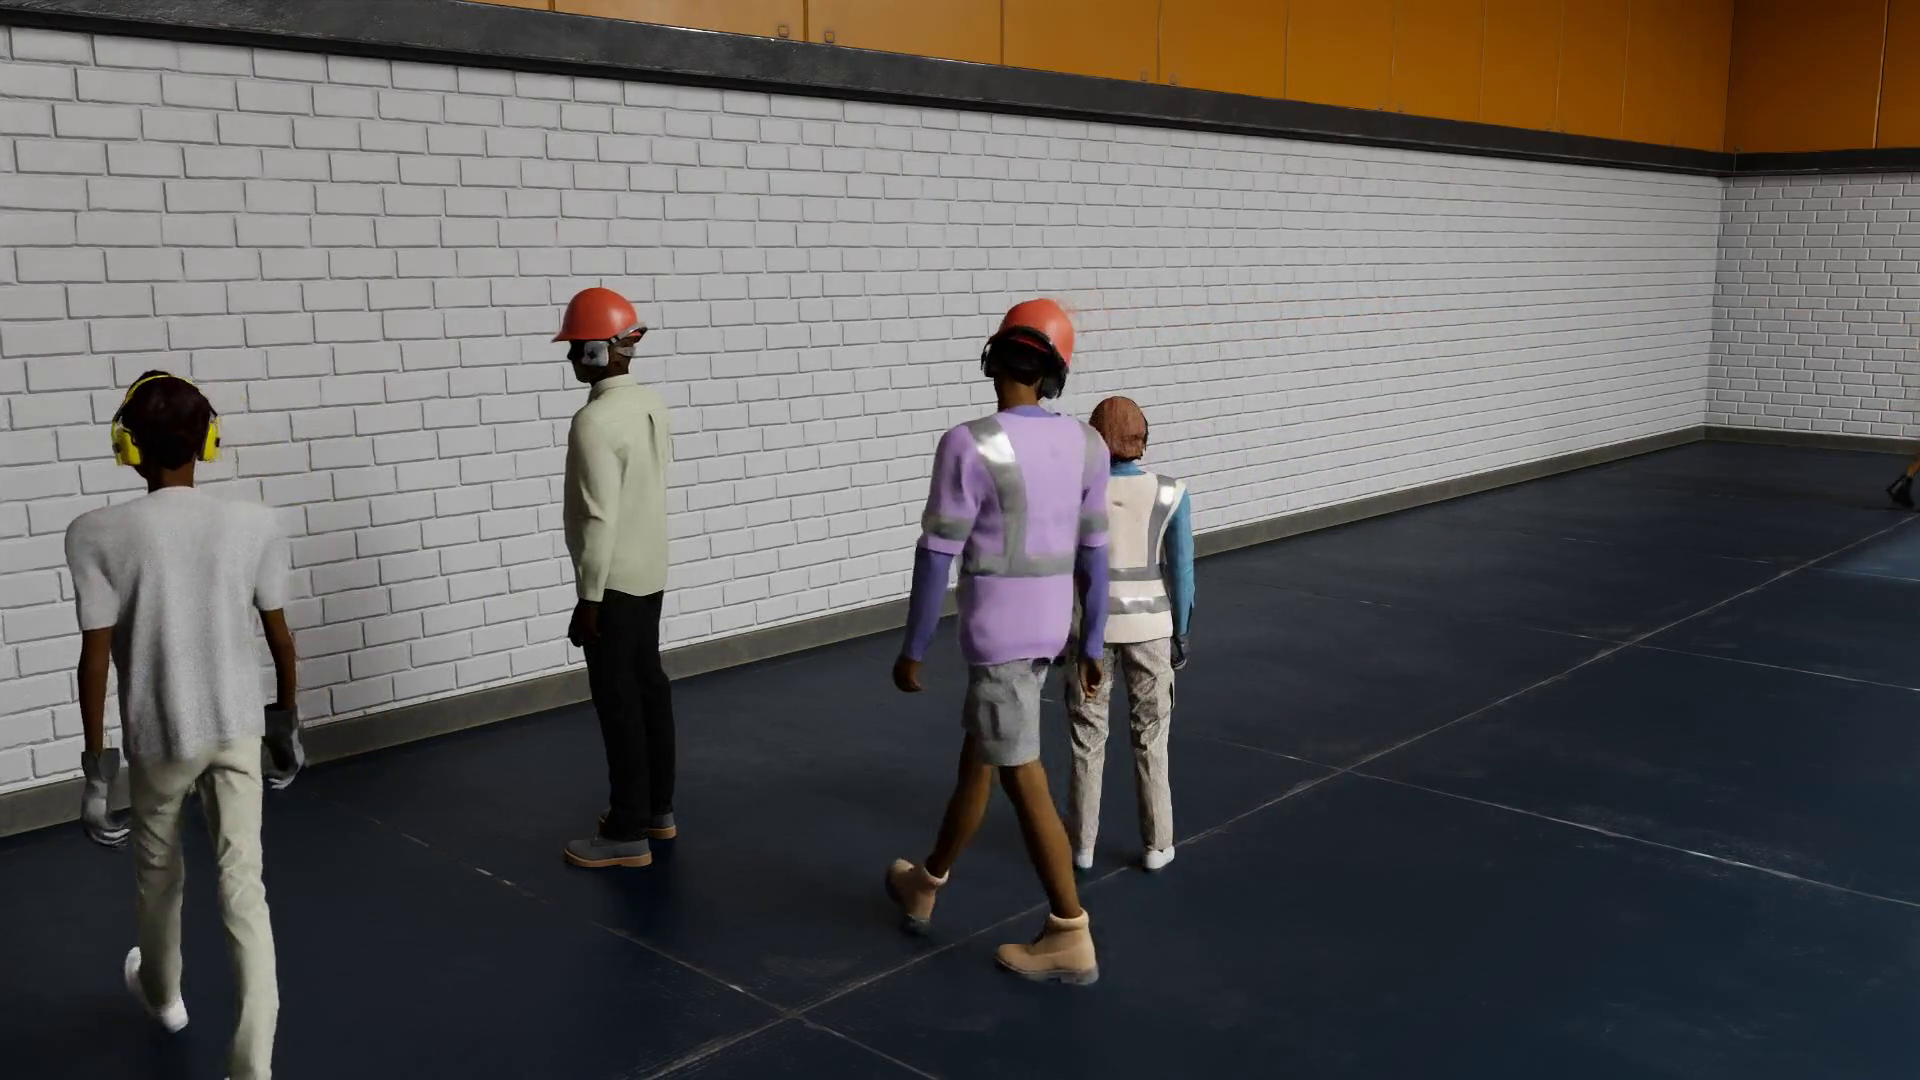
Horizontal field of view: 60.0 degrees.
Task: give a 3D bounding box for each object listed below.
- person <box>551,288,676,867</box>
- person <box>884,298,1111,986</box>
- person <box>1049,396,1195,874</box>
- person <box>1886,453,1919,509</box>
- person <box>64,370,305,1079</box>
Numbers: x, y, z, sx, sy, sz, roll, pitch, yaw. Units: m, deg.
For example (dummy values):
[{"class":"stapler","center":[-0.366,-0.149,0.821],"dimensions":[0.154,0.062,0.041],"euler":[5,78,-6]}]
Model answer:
[{"class":"person","center":[-1.195,0.132,5.764],"dimensions":[0.389,1.991,0.622],"euler":[2,10,11]},{"class":"person","center":[0.092,0.283,4.957],"dimensions":[0.920,1.969,0.603],"euler":[8,13,38]},{"class":"person","center":[0.534,0.330,5.647],"dimensions":[0.514,1.640,0.310],"euler":[1,10,7]},{"class":"person","center":[7.881,-1.122,13.212],"dimensions":[0.686,1.887,0.607],"euler":[2,10,9]},{"class":"person","center":[-1.950,0.490,4.192],"dimensions":[0.557,1.821,0.974],"euler":[-7,12,-35]}]
